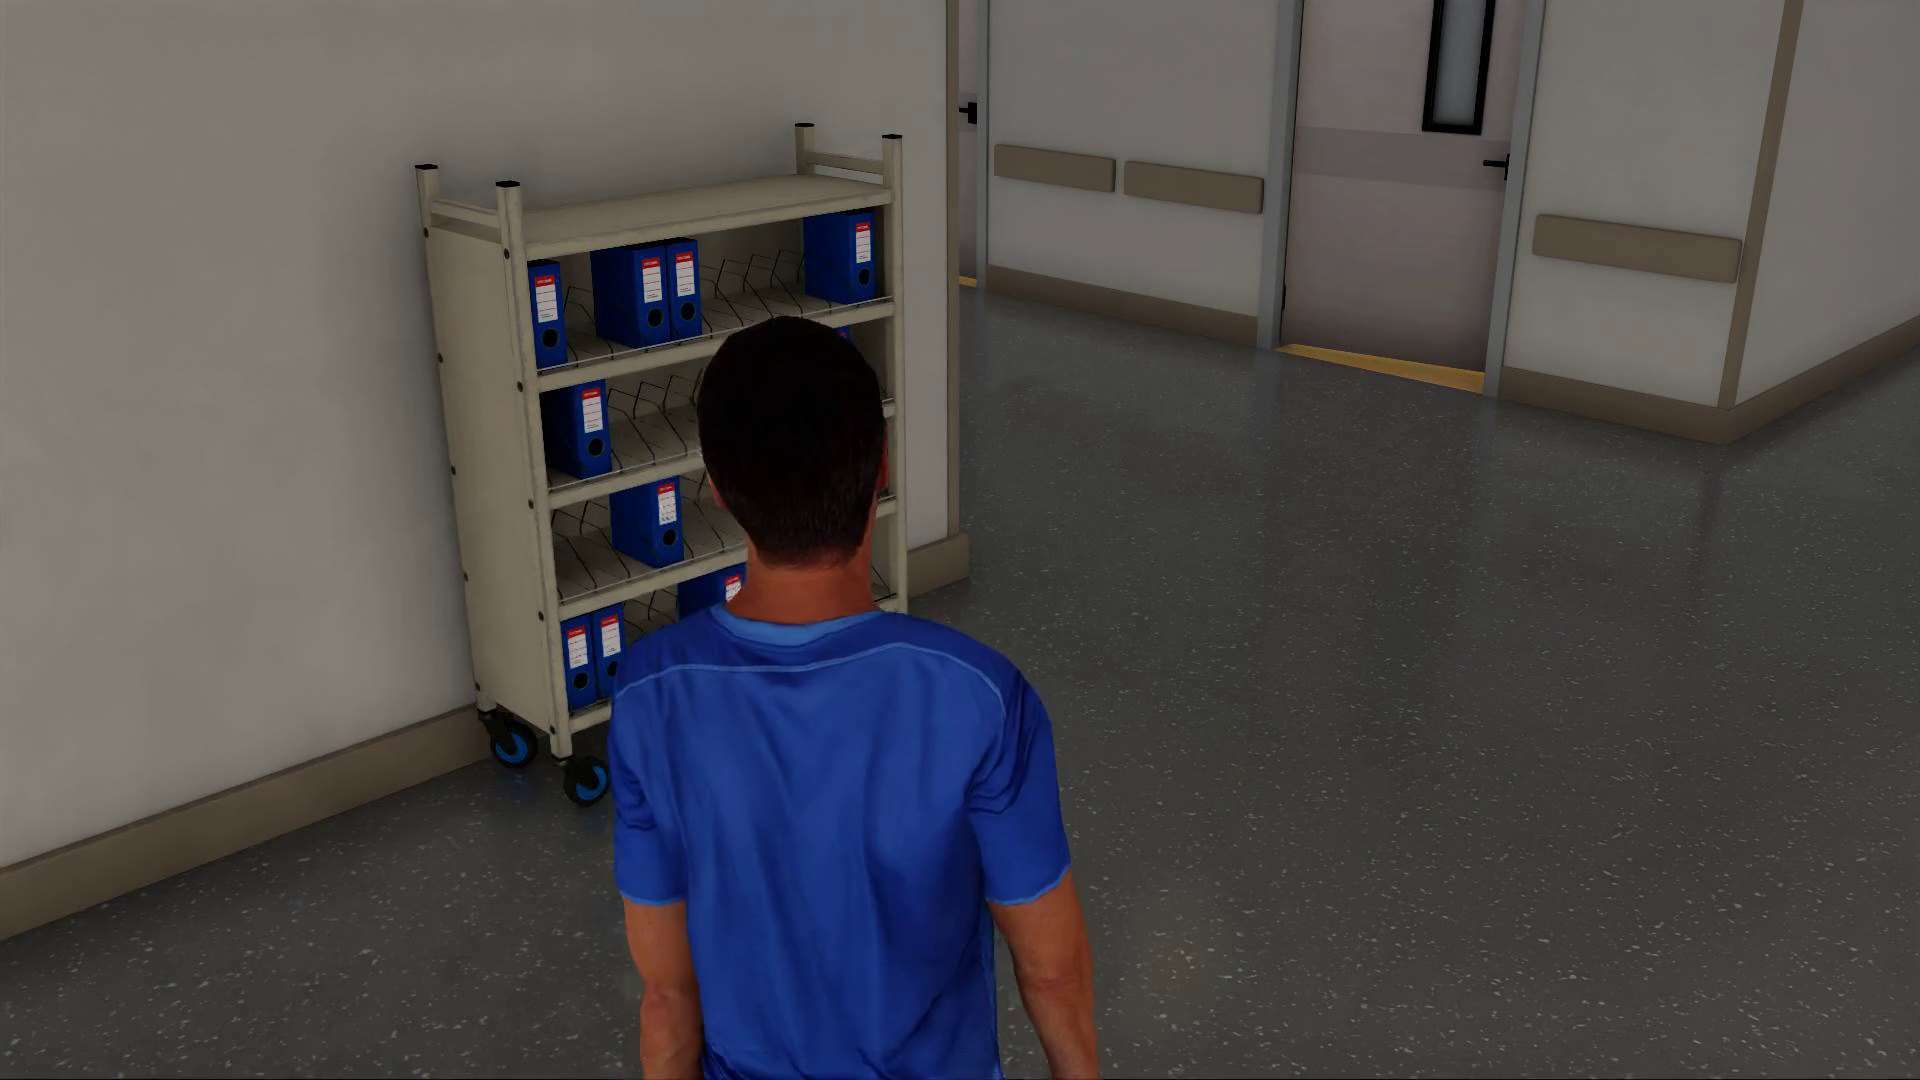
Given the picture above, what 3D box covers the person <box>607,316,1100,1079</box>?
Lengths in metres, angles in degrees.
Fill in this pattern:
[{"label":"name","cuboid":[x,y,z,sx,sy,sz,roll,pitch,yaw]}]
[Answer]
[{"label":"person","cuboid":[-0.144,0.752,1.714,0.988,1.806,1.345,8,22,20]}]
